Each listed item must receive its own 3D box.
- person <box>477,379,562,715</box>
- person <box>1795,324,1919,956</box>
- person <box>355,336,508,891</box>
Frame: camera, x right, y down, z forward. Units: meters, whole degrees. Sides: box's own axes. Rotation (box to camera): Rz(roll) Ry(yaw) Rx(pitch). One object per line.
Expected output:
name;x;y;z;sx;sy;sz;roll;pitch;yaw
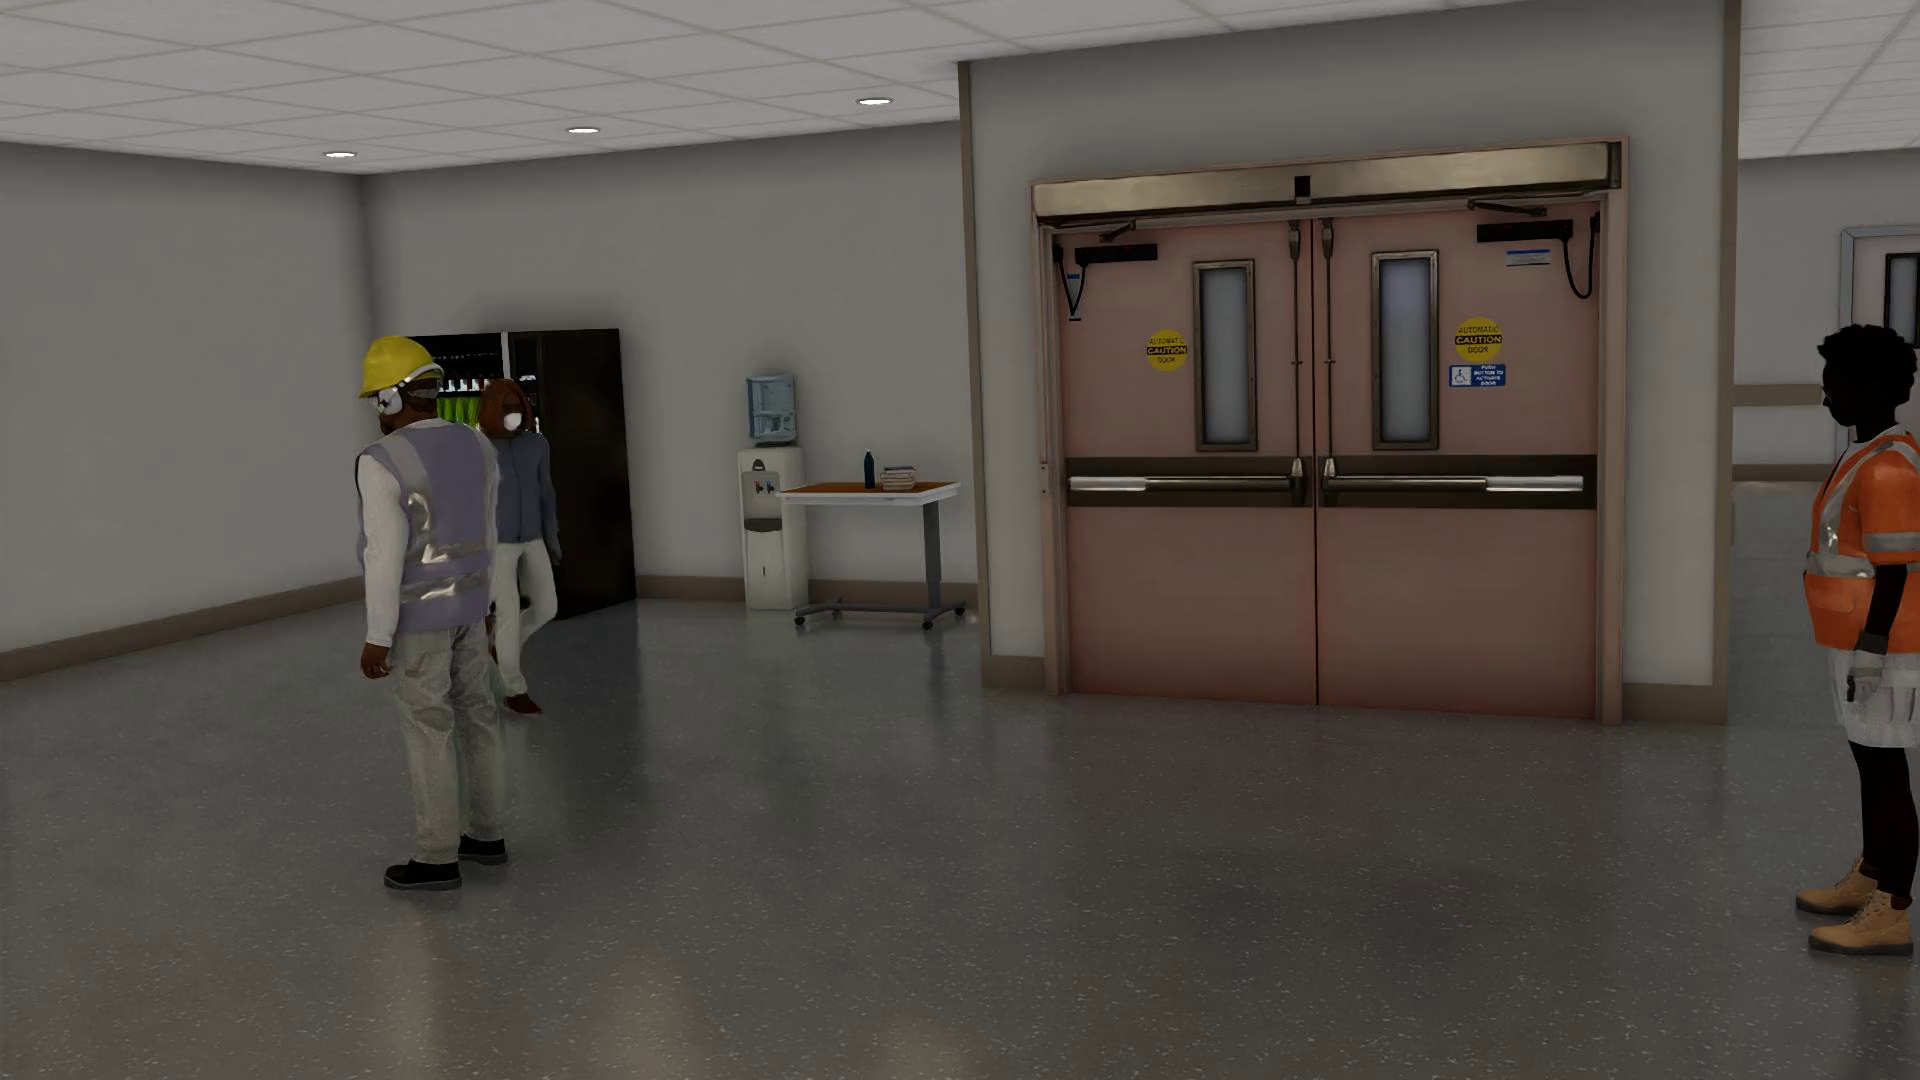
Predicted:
person;-2.203;0.028;8.051;0.454;1.617;0.503;4;10;41
person;2.454;0.266;4.496;0.319;1.694;0.533;1;8;23
person;-1.763;0.240;5.506;0.403;1.825;0.589;1;8;23
